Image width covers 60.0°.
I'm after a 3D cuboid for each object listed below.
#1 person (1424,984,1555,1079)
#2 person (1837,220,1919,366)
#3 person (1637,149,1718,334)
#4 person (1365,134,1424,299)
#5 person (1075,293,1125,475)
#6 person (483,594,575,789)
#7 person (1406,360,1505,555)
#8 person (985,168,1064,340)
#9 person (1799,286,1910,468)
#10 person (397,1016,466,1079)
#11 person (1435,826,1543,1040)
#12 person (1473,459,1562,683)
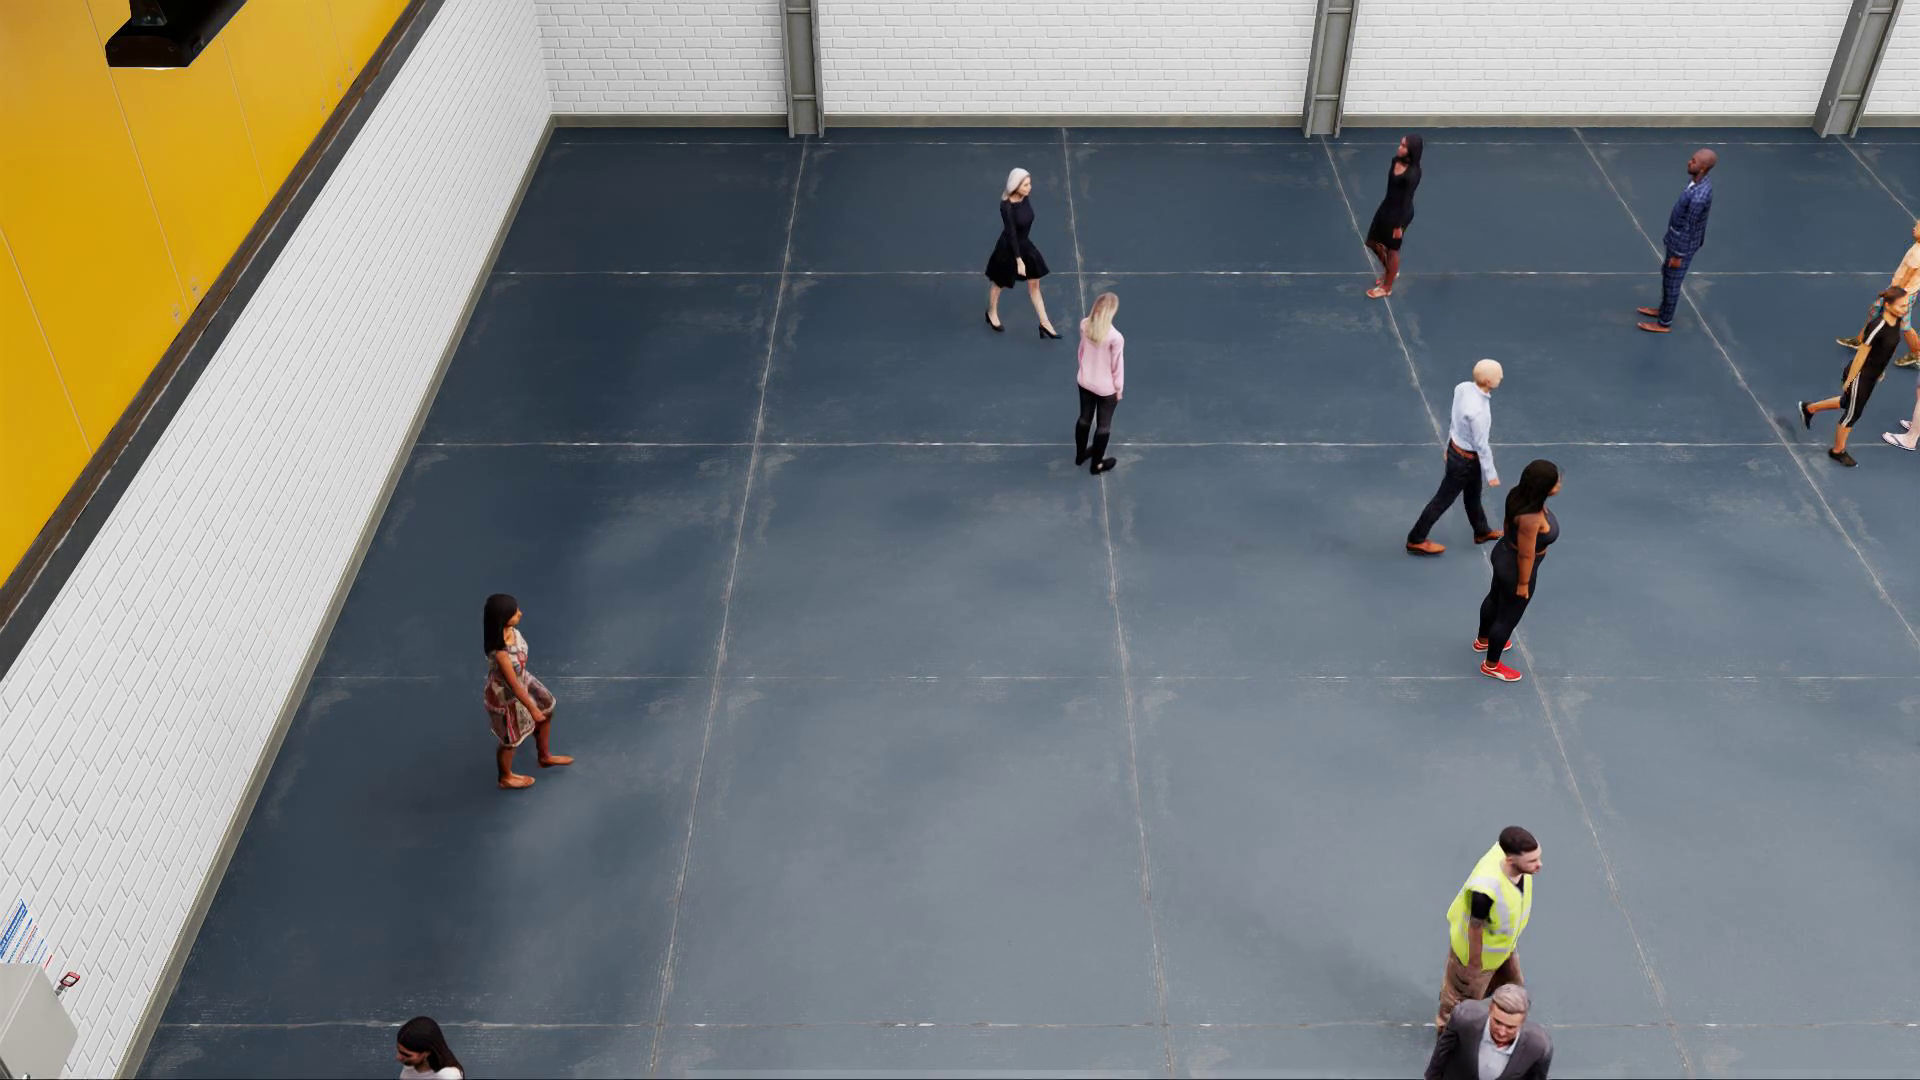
[{"bbox_3d":[2.667,2.798,8.504,0.924,1.820,0.975,13,41,16],"label":"person"},{"bbox_3d":[8.663,-2.247,15.124,1.042,1.442,0.804,16,41,19],"label":"person"},{"bbox_3d":[6.746,-2.800,15.515,0.692,1.819,0.719,10,40,12],"label":"person"},{"bbox_3d":[4.263,-3.113,15.990,0.686,1.714,0.683,-7,39,-9],"label":"person"},{"bbox_3d":[1.131,-1.293,13.735,0.688,1.685,0.749,32,48,33],"label":"person"},{"bbox_3d":[-3.033,1.033,10.874,0.763,1.620,0.679,-4,39,-5],"label":"person"},{"bbox_3d":[3.808,-0.590,12.801,1.111,1.753,0.731,4,39,5],"label":"person"},{"bbox_3d":[0.419,-2.658,15.420,1.141,1.716,0.982,23,44,26],"label":"person"},{"bbox_3d":[7.502,-1.430,13.932,0.932,1.653,0.960,-27,46,-29],"label":"person"},{"bbox_3d":[-2.543,2.958,8.313,0.676,1.809,0.748,29,47,31],"label":"person"},{"bbox_3d":[2.874,2.180,9.269,0.924,1.831,0.874,26,46,29],"label":"person"},{"bbox_3d":[3.936,0.179,11.786,0.609,1.816,0.664,2,39,2],"label":"person"}]
